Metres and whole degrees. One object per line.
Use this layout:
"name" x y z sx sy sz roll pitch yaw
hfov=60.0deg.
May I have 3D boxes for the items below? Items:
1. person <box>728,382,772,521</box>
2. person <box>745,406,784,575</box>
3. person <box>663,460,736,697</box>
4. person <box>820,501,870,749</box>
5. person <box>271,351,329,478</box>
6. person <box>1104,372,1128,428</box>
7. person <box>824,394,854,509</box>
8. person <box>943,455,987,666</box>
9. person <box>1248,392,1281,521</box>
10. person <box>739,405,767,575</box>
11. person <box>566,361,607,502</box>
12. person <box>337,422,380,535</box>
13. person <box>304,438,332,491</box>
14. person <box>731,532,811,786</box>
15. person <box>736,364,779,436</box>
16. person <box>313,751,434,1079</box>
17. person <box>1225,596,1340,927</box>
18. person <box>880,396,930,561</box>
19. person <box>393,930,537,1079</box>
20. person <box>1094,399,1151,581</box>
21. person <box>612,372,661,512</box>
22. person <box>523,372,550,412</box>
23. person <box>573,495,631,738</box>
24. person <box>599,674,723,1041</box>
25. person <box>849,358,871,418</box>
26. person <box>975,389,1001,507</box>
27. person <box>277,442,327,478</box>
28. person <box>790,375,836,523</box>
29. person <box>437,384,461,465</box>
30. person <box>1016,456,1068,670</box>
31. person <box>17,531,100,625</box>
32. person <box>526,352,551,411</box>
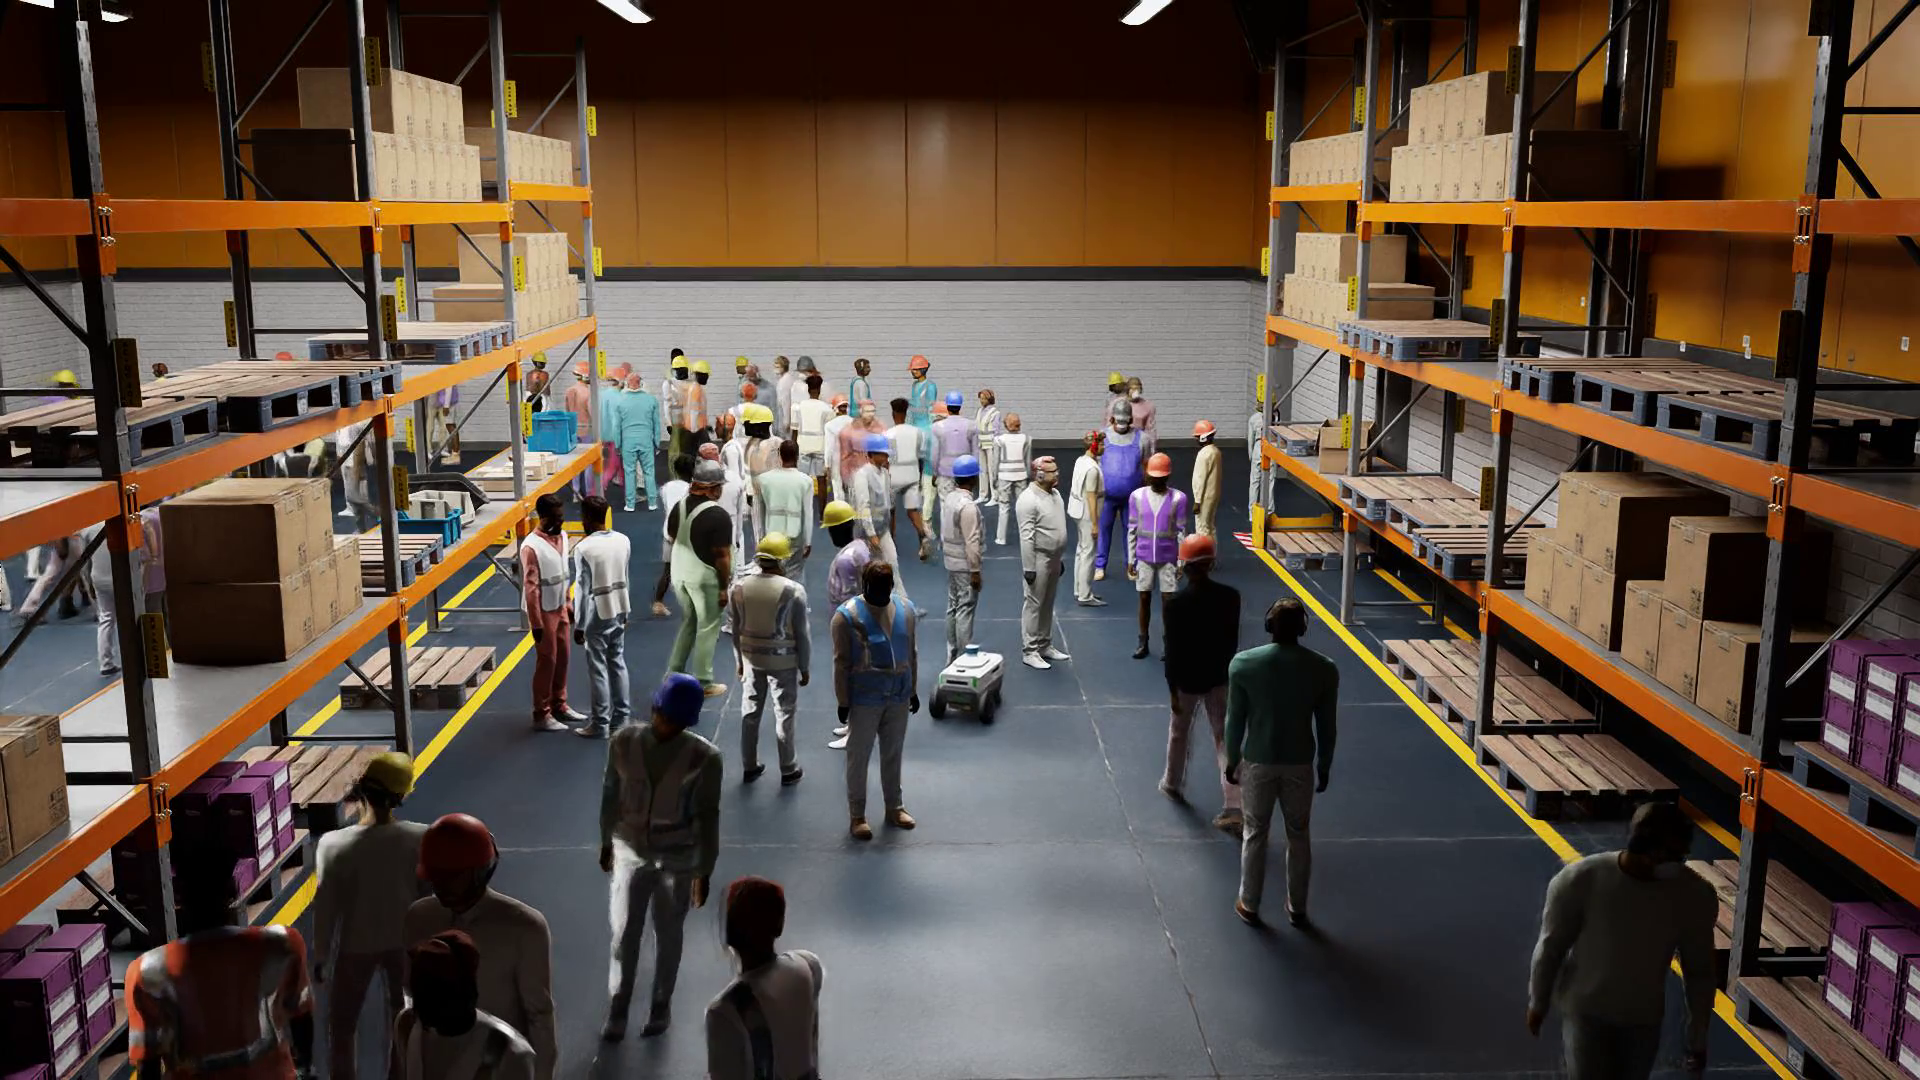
"person" -2.746 -1.137 21.803 0.601 1.866 0.696 -3 12 -16
"person" -2.175 -0.536 18.603 0.585 1.929 0.371 9 15 39
"person" -2.160 0.303 14.115 0.705 2.000 0.565 10 15 40
"person" -0.865 0.647 12.707 0.398 1.913 0.590 1 11 6
"person" -10.101 -1.885 25.249 0.804 1.973 0.627 1 11 4
"person" 2.309 -1.597 24.427 0.490 1.728 0.324 10 15 40
"person" -1.518 -1.008 21.432 0.562 1.742 0.337 -8 14 -36
"person" 0.057 0.214 14.793 0.405 1.943 0.624 -4 12 -18
"person" 4.026 -1.098 21.889 0.492 1.743 0.295 9 15 39
"person" -2.285 -0.565 18.749 0.378 1.928 0.585 -5 12 -23
"person" -5.241 -1.499 23.265 0.625 1.990 0.389 9 14 38
"person" -7.537 -0.904 20.730 0.542 1.812 0.615 -7 13 -32
"person" -7.618 -0.631 19.512 0.522 1.749 0.401 8 14 33
"person" -1.344 0.851 11.930 0.595 1.822 0.415 4 12 19
"person" -2.981 -1.704 24.657 0.709 1.855 0.868 3 12 17
"person" -2.638 1.803 7.395 0.691 1.721 0.356 -6 13 -26
"person" 1.832 1.274 9.537 0.629 1.932 0.371 0 11 2
"person" -0.639 -0.703 19.451 0.614 1.932 0.862 -6 13 -29
"person" -1.577 2.132 5.368 0.577 1.876 0.364 7 13 32
"person" 1.772 -0.554 18.412 0.683 2.000 0.538 0 11 2
"person" -4.400 -1.329 22.640 0.650 1.904 0.401 -4 12 -17
"person" -5.917 -1.389 23.086 0.399 1.869 0.620 6 13 29
"person" -2.782 0.596 12.995 0.410 1.908 0.598 6 13 26
"person" -1.480 1.558 8.191 0.673 1.889 0.499 1 11 5
"person" -1.509 -1.855 25.425 0.351 1.846 0.506 -3 12 -16
"person" 0.386 -1.284 23.107 0.313 1.633 0.519 -8 14 -34
"person" -7.357 -0.408 18.593 0.553 1.670 0.655 -1 11 -6
"person" -1.914 -1.189 21.816 0.612 1.961 0.378 1 11 5
"person" -8.280 -2.225 26.789 0.393 2.039 0.613 -2 12 -12
"person" 0.766 0.190 15.007 0.407 1.913 0.641 6 13 29
"person" -8.909 -0.029 16.476 0.935 1.837 0.588 -8 14 -35
"person" -6.969 -2.248 27.620 0.338 1.761 0.525 6 13 27
